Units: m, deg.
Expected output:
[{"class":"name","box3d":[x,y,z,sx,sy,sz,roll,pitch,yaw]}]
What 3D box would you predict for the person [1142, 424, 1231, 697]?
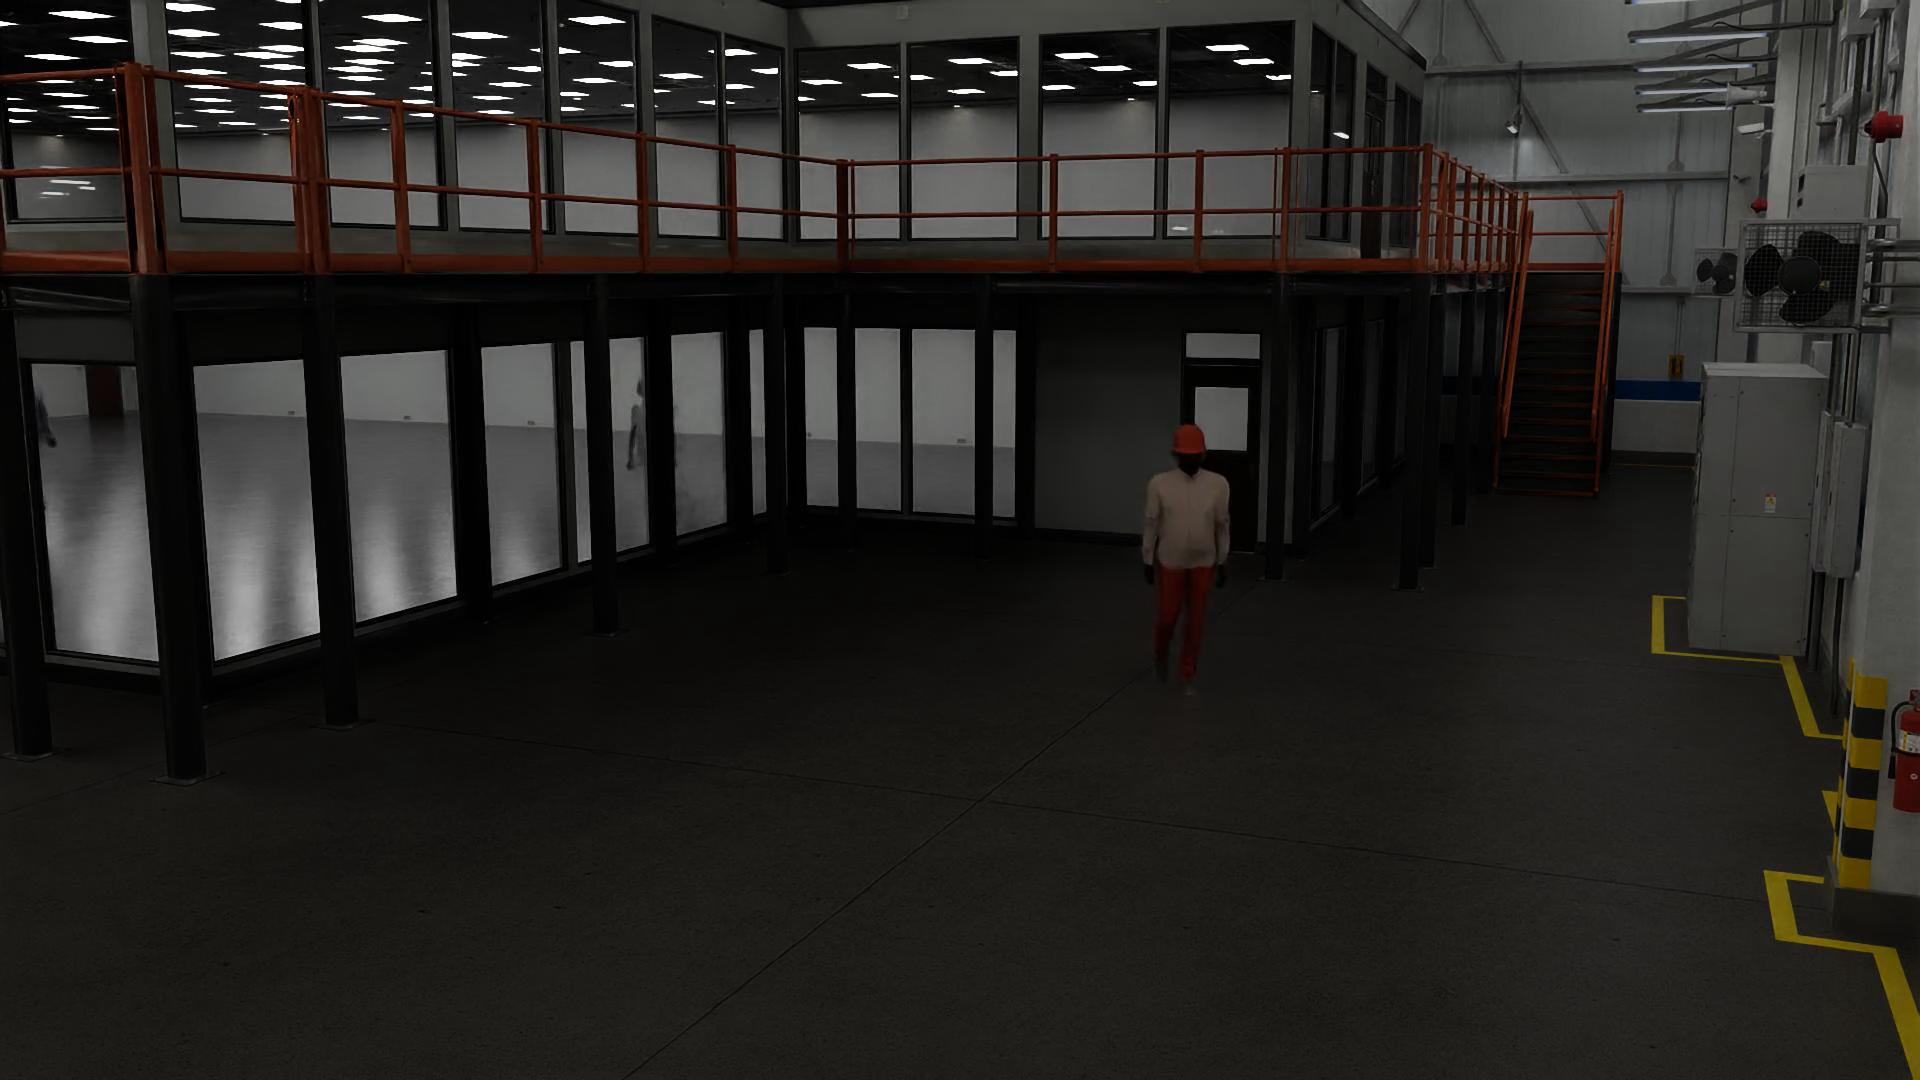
[{"class":"person","box3d":[1.629,0.142,11.995,0.614,1.972,0.508,0,9,-2]}]
